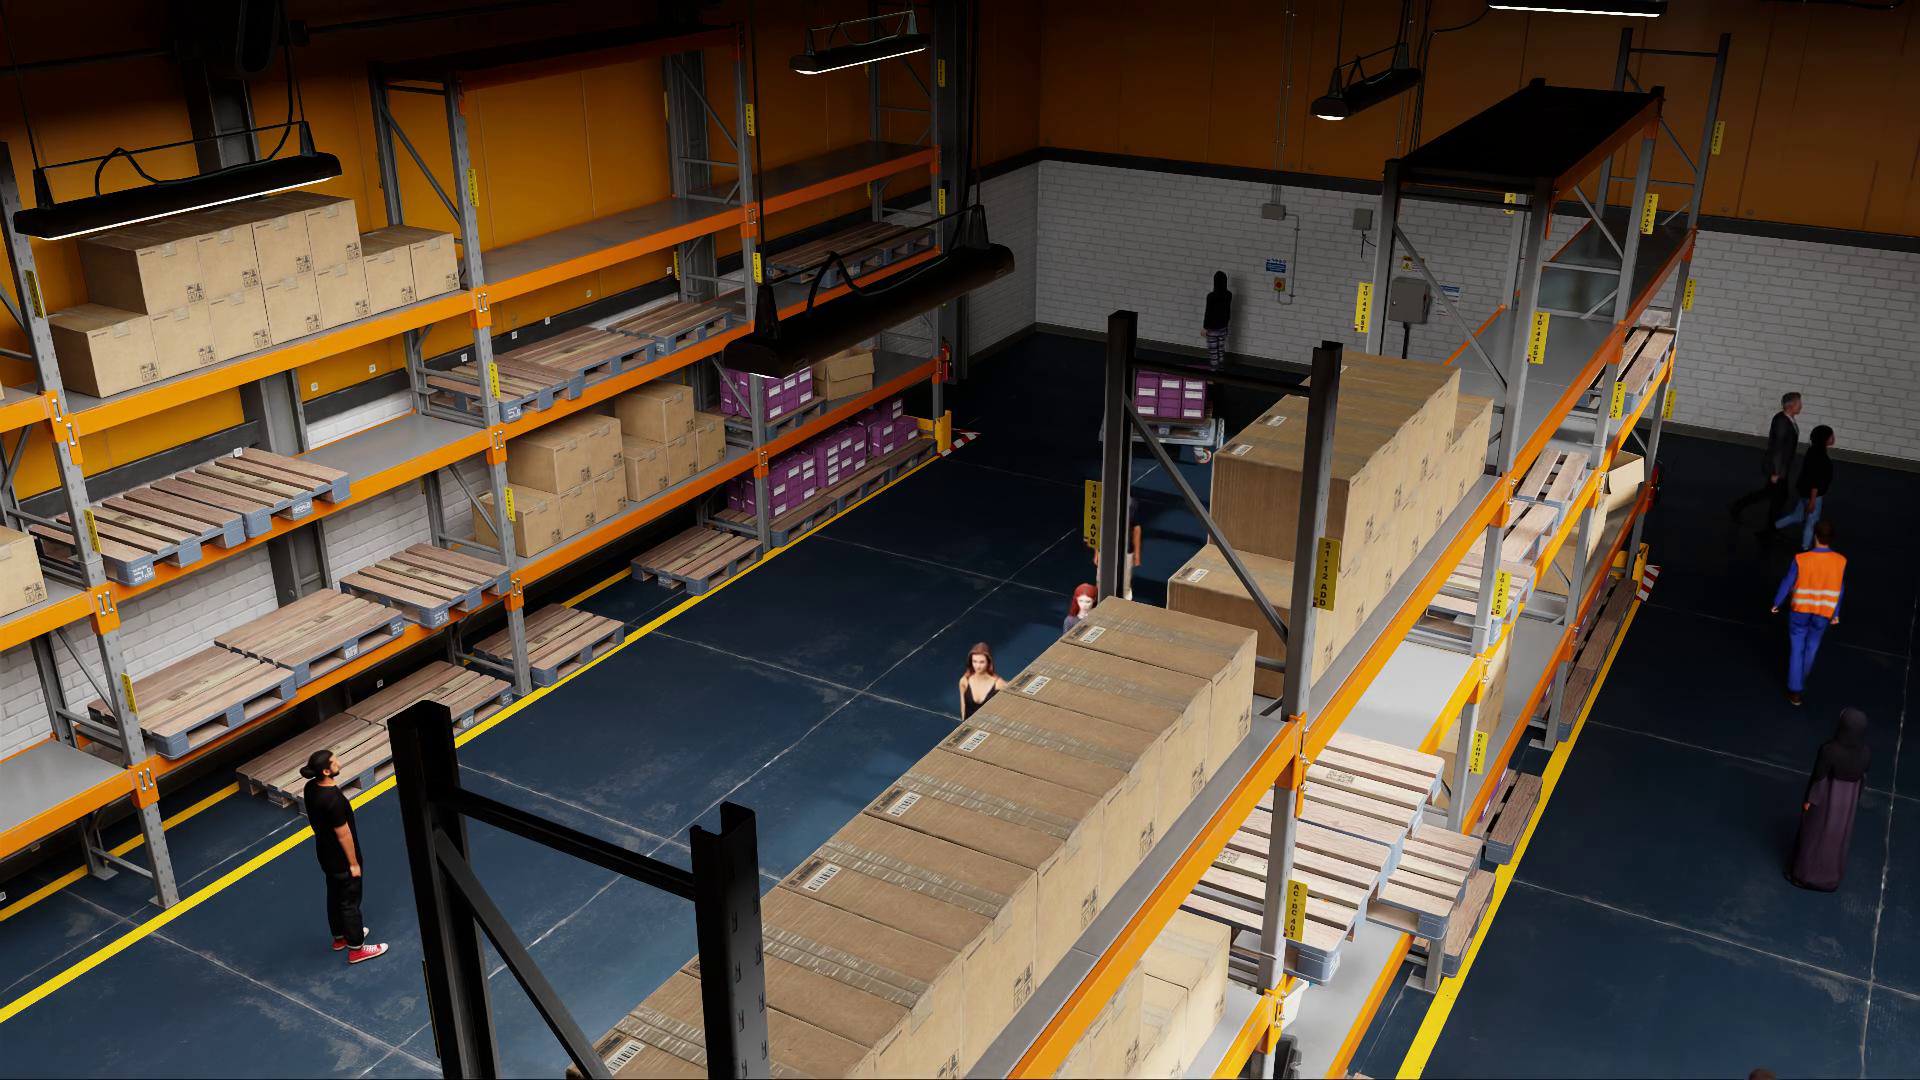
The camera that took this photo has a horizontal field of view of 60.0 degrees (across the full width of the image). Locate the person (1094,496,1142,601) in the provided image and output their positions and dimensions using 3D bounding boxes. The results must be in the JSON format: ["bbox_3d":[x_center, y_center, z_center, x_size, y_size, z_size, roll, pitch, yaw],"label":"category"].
[{"bbox_3d":[1.621,0.122,17.309,0.735,1.850,0.736,1,24,1],"label":"person"}]

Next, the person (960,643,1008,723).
[{"bbox_3d":[0.227,1.614,14.114,0.781,1.676,1.099,5,24,12],"label":"person"}]

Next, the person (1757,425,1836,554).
[{"bbox_3d":[9.583,-0.504,18.943,0.827,1.688,0.950,4,24,9],"label":"person"}]

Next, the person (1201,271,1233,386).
[{"bbox_3d":[3.874,-3.205,25.064,0.721,1.735,0.801,-12,26,-26],"label":"person"}]

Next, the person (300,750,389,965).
[{"bbox_3d":[-4.627,2.334,12.364,0.680,1.759,0.649,21,31,39],"label":"person"}]

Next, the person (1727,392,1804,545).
[{"bbox_3d":[9.589,-0.885,19.647,0.816,1.824,0.955,11,26,25],"label":"person"}]

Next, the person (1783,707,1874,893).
[{"bbox_3d":[6.932,2.040,13.216,0.712,1.613,0.747,-1,24,-2],"label":"person"}]

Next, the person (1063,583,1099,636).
[{"bbox_3d":[1.147,1.160,15.079,0.899,1.735,1.150,3,24,6],"label":"person"}]

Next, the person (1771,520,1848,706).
[{"bbox_3d":[8.161,0.725,15.936,0.890,1.846,0.998,5,24,10],"label":"person"}]
